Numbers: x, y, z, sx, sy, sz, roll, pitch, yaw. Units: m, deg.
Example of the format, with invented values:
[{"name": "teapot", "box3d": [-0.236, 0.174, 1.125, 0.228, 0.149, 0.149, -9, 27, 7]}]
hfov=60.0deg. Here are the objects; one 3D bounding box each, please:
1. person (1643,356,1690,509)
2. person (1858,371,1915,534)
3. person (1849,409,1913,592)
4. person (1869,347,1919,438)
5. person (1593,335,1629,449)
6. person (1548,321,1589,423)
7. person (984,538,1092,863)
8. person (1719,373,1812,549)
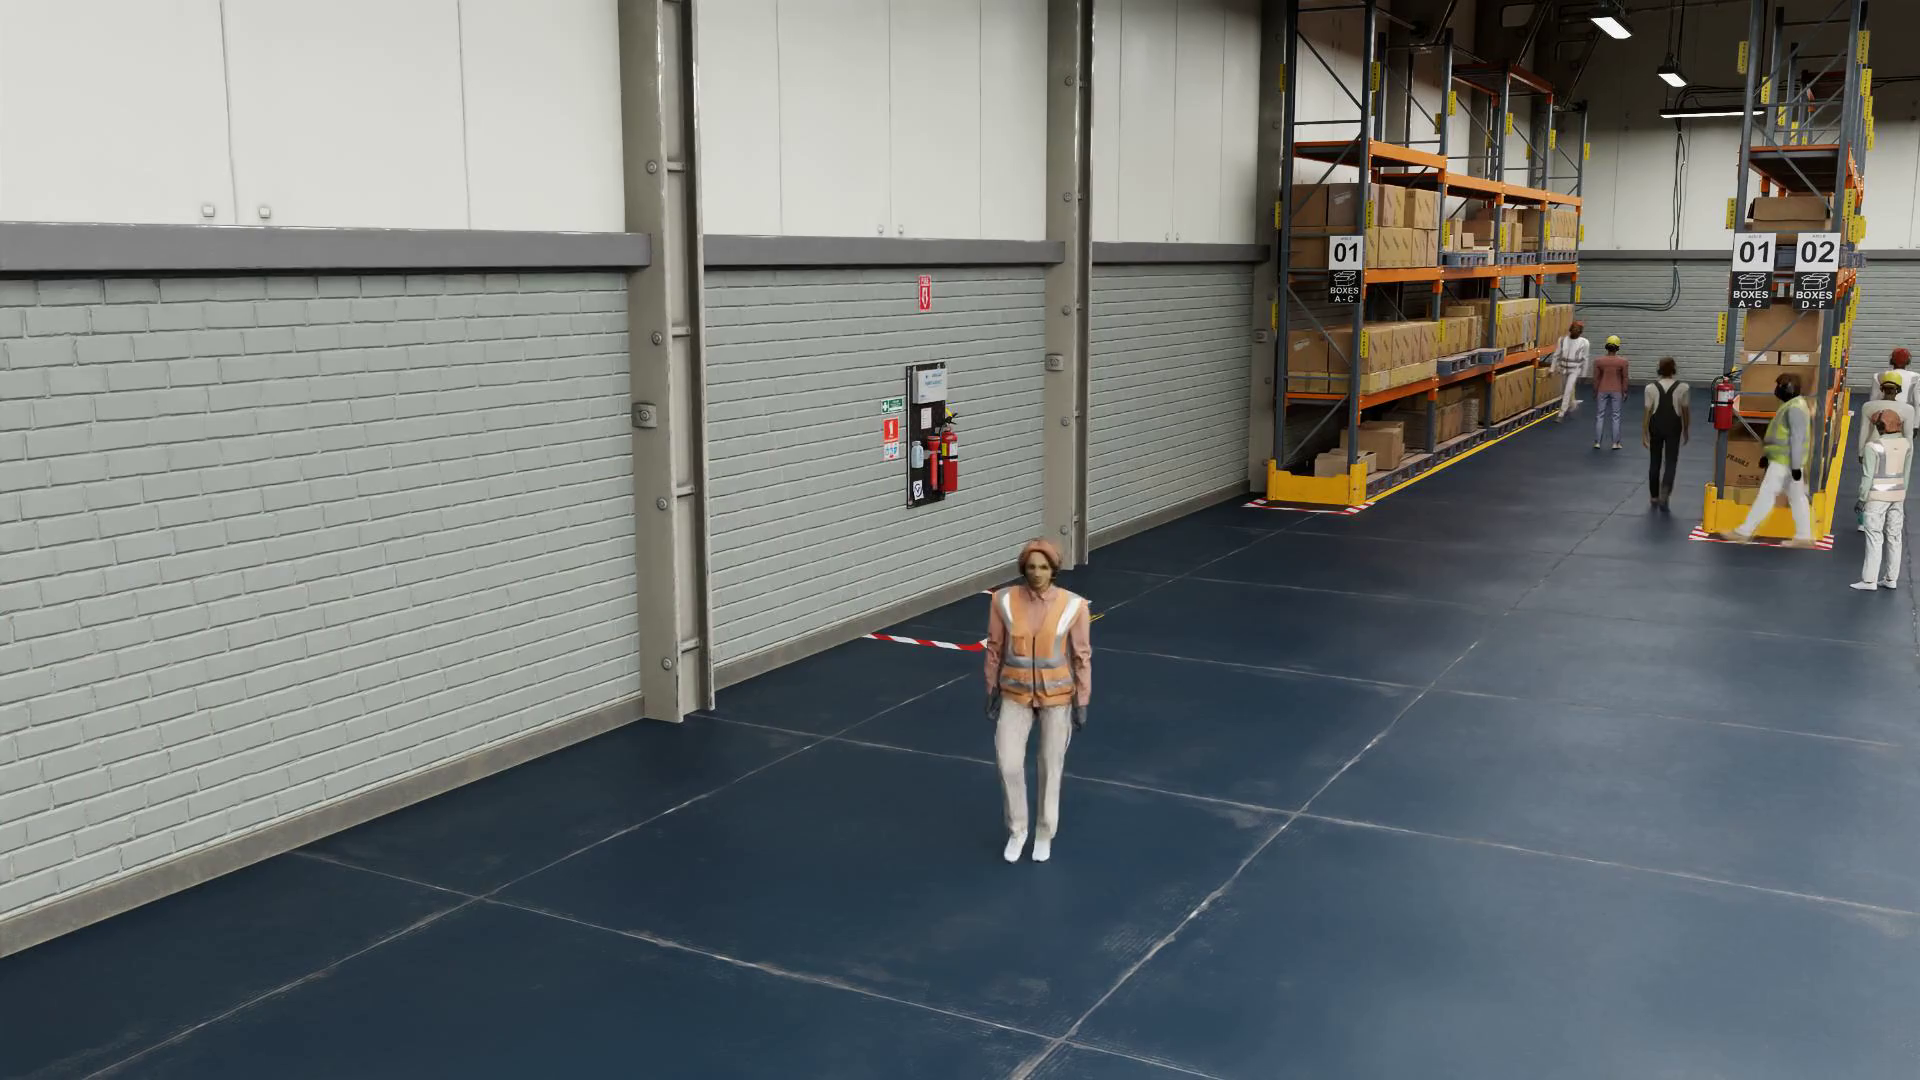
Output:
[{"name": "person", "box3d": [8.399, -1.281, 19.817, 0.518, 1.818, 0.838, 5, 11, 25]}, {"name": "person", "box3d": [10.001, -0.942, 17.990, 0.518, 1.756, 0.344, 7, 12, 35]}, {"name": "person", "box3d": [8.251, -0.352, 14.873, 0.514, 1.640, 0.310, -3, 10, -16]}, {"name": "person", "box3d": [11.624, -1.464, 20.716, 0.580, 1.861, 0.652, 5, 11, 26]}, {"name": "person", "box3d": [10.095, -2.286, 25.826, 0.525, 1.769, 0.308, 5, 11, 28]}, {"name": "person", "box3d": [11.042, -3.044, 30.034, 0.860, 1.845, 0.648, -10, 14, -44]}, {"name": "person", "box3d": [0.373, 0.801, 8.144, 0.547, 1.620, 0.454, 2, 10, 10]}, {"name": "person", "box3d": [8.356, -0.817, 17.108, 0.947, 1.800, 0.633, 5, 11, 29]}]
